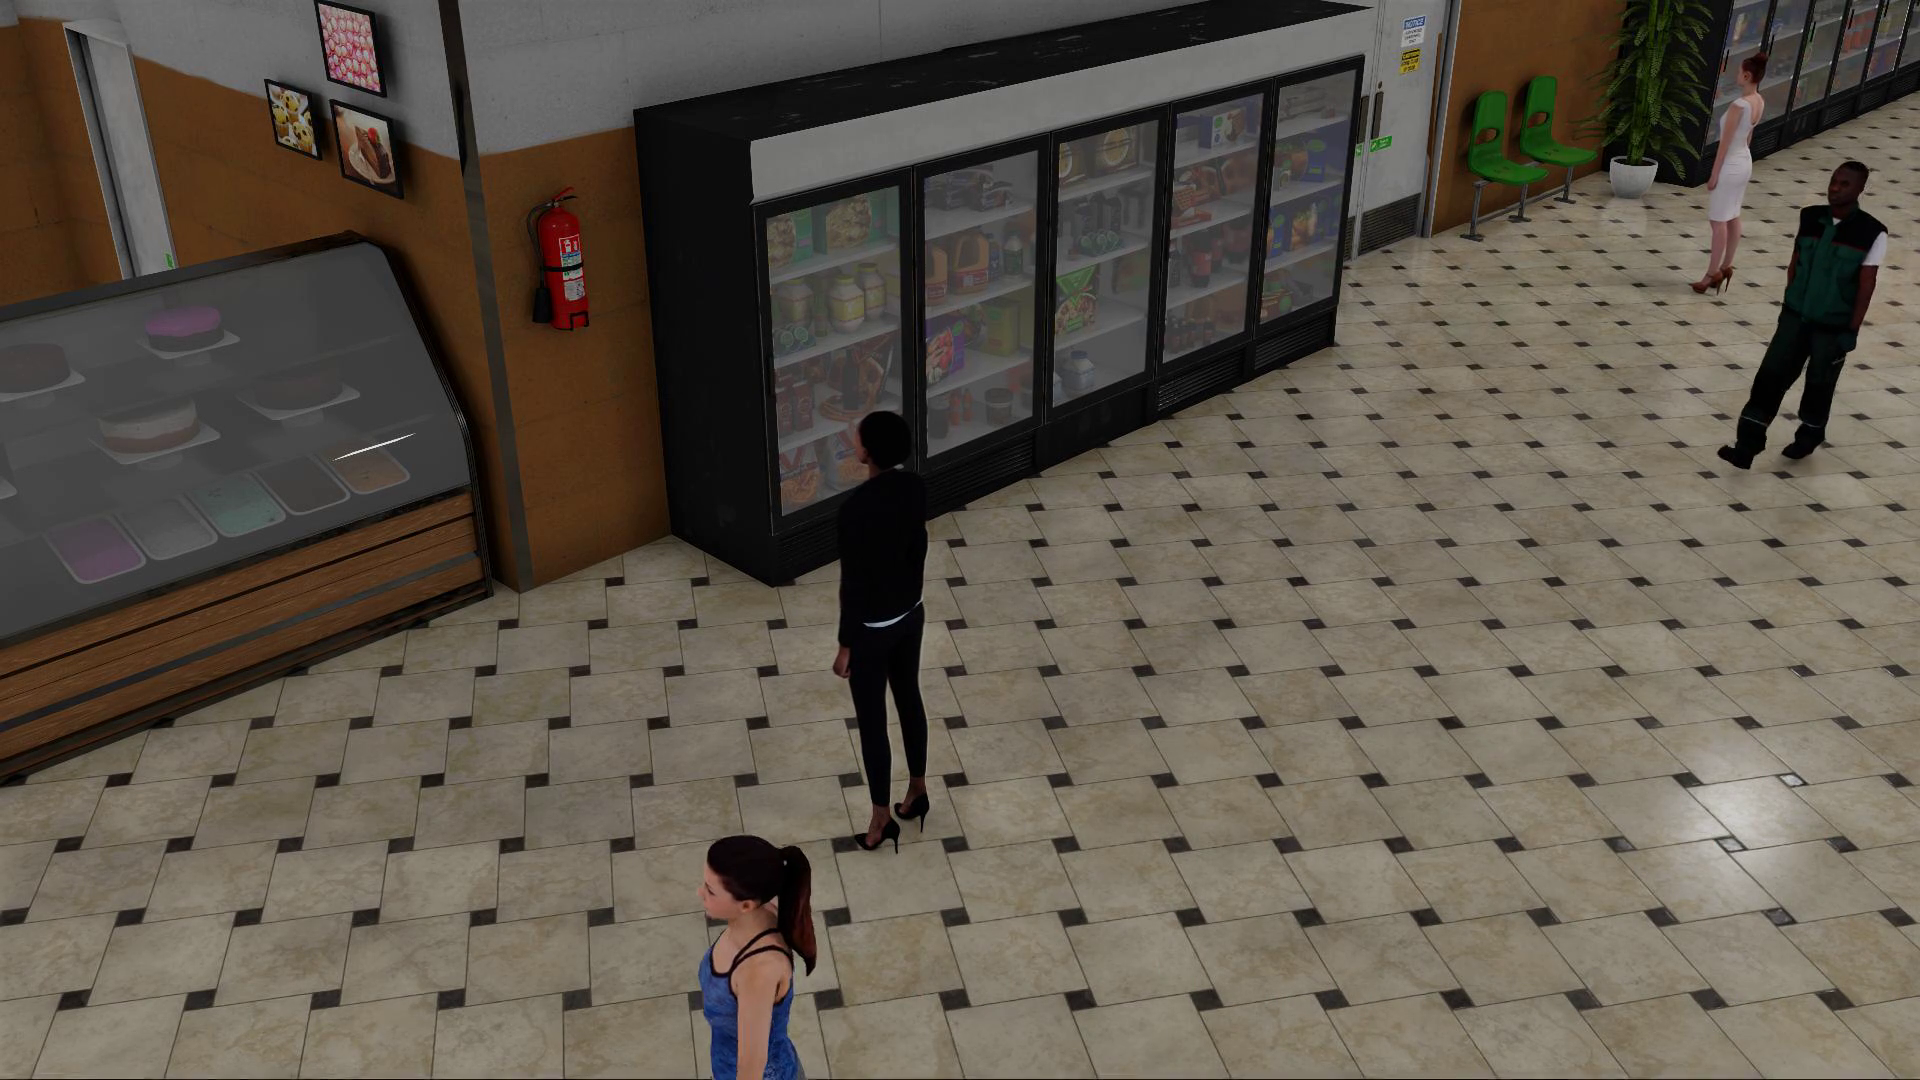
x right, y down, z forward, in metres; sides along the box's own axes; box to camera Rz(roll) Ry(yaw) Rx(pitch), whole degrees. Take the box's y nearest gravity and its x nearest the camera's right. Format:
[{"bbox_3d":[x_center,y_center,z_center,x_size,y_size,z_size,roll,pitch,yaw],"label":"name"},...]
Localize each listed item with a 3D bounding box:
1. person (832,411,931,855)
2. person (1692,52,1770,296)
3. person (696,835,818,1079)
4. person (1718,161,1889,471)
[{"bbox_3d":[-0.287,0.362,6.287,0.526,1.834,0.619,22,34,36],"label":"person"},{"bbox_3d":[5.777,-2.728,12.425,0.569,1.794,0.503,-22,34,-36],"label":"person"},{"bbox_3d":[-0.476,1.445,4.410,0.812,1.599,0.774,-5,27,-10],"label":"person"},{"bbox_3d":[4.971,-1.262,9.526,0.880,1.801,1.096,-18,32,-31],"label":"person"}]
